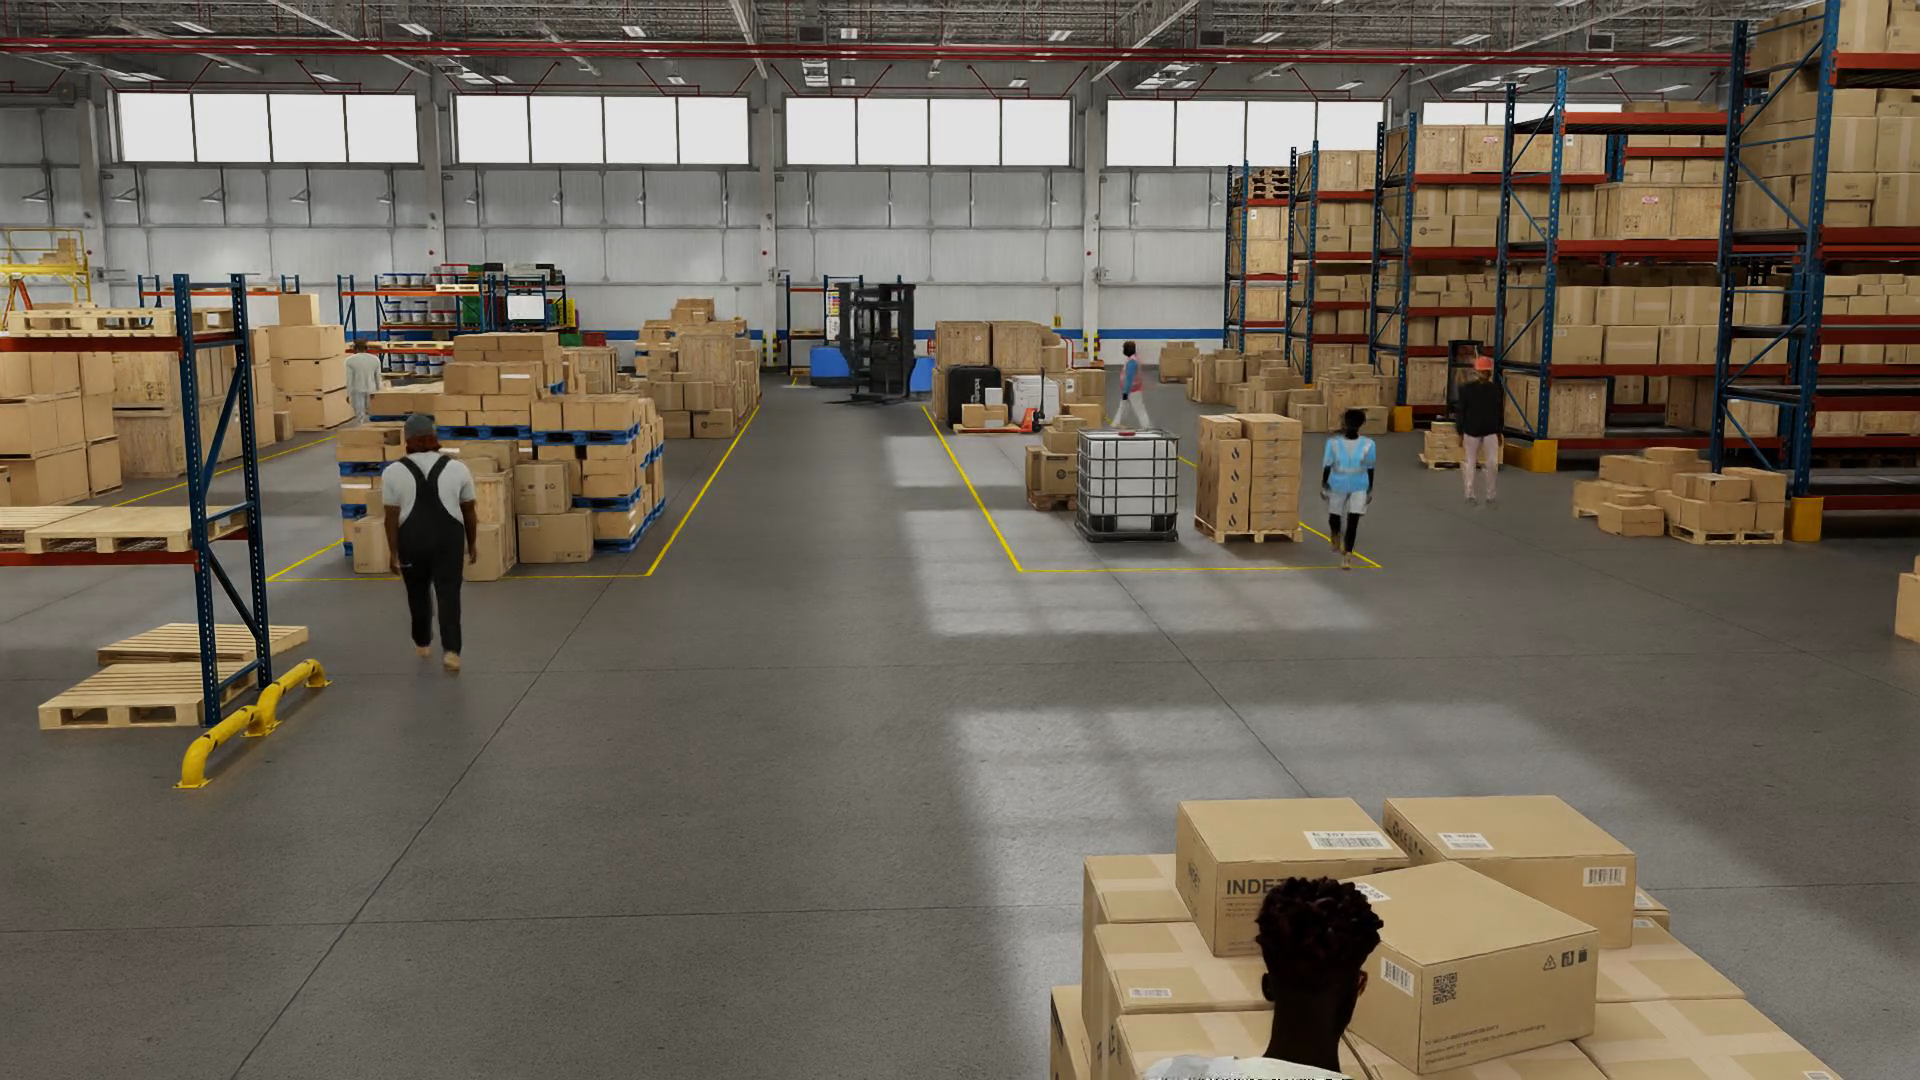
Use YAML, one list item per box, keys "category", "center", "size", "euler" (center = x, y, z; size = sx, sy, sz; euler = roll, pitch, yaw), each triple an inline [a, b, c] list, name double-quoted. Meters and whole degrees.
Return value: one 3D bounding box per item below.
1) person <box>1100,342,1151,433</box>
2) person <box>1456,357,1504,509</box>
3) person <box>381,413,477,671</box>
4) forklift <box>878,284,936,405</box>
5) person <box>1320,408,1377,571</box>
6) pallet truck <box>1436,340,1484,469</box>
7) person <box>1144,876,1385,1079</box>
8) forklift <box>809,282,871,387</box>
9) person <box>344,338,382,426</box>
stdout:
- category: "person"
  center: [3.122, -2.780, 30.881]
  size: [1.003, 1.787, 0.644]
  euler: [1, 9, 6]
- category: "person"
  center: [6.759, -1.376, 21.499]
  size: [0.660, 1.964, 0.819]
  euler: [0, 9, -2]
- category: "person"
  center: [-4.075, -0.025, 12.814]
  size: [0.692, 2.000, 1.056]
  euler: [-4, 10, -22]
- category: "forklift"
  center: [-1.459, -4.612, 38.987]
  size: [1.129, 2.768, 1.873]
  euler: [8, 12, 42]
- category: "person"
  center: [4.015, -0.546, 17.215]
  size: [0.566, 1.667, 0.616]
  euler: [2, 9, 13]
- category: "pallet truck"
  center: [8.004, -2.170, 26.422]
  size: [0.823, 1.965, 1.885]
  euler: [2, 9, 14]
- category: "person"
  center: [0.611, 1.575, 3.070]
  size: [0.619, 1.953, 0.395]
  euler: [3, 10, 21]
- category: "forklift"
  center: [-3.123, -5.535, 44.788]
  size: [1.873, 2.768, 1.129]
  euler: [-1, 9, -4]
- category: "person"
  center: [-10.385, -2.546, 28.971]
  size: [0.635, 1.936, 0.351]
  euler: [-7, 11, -37]
